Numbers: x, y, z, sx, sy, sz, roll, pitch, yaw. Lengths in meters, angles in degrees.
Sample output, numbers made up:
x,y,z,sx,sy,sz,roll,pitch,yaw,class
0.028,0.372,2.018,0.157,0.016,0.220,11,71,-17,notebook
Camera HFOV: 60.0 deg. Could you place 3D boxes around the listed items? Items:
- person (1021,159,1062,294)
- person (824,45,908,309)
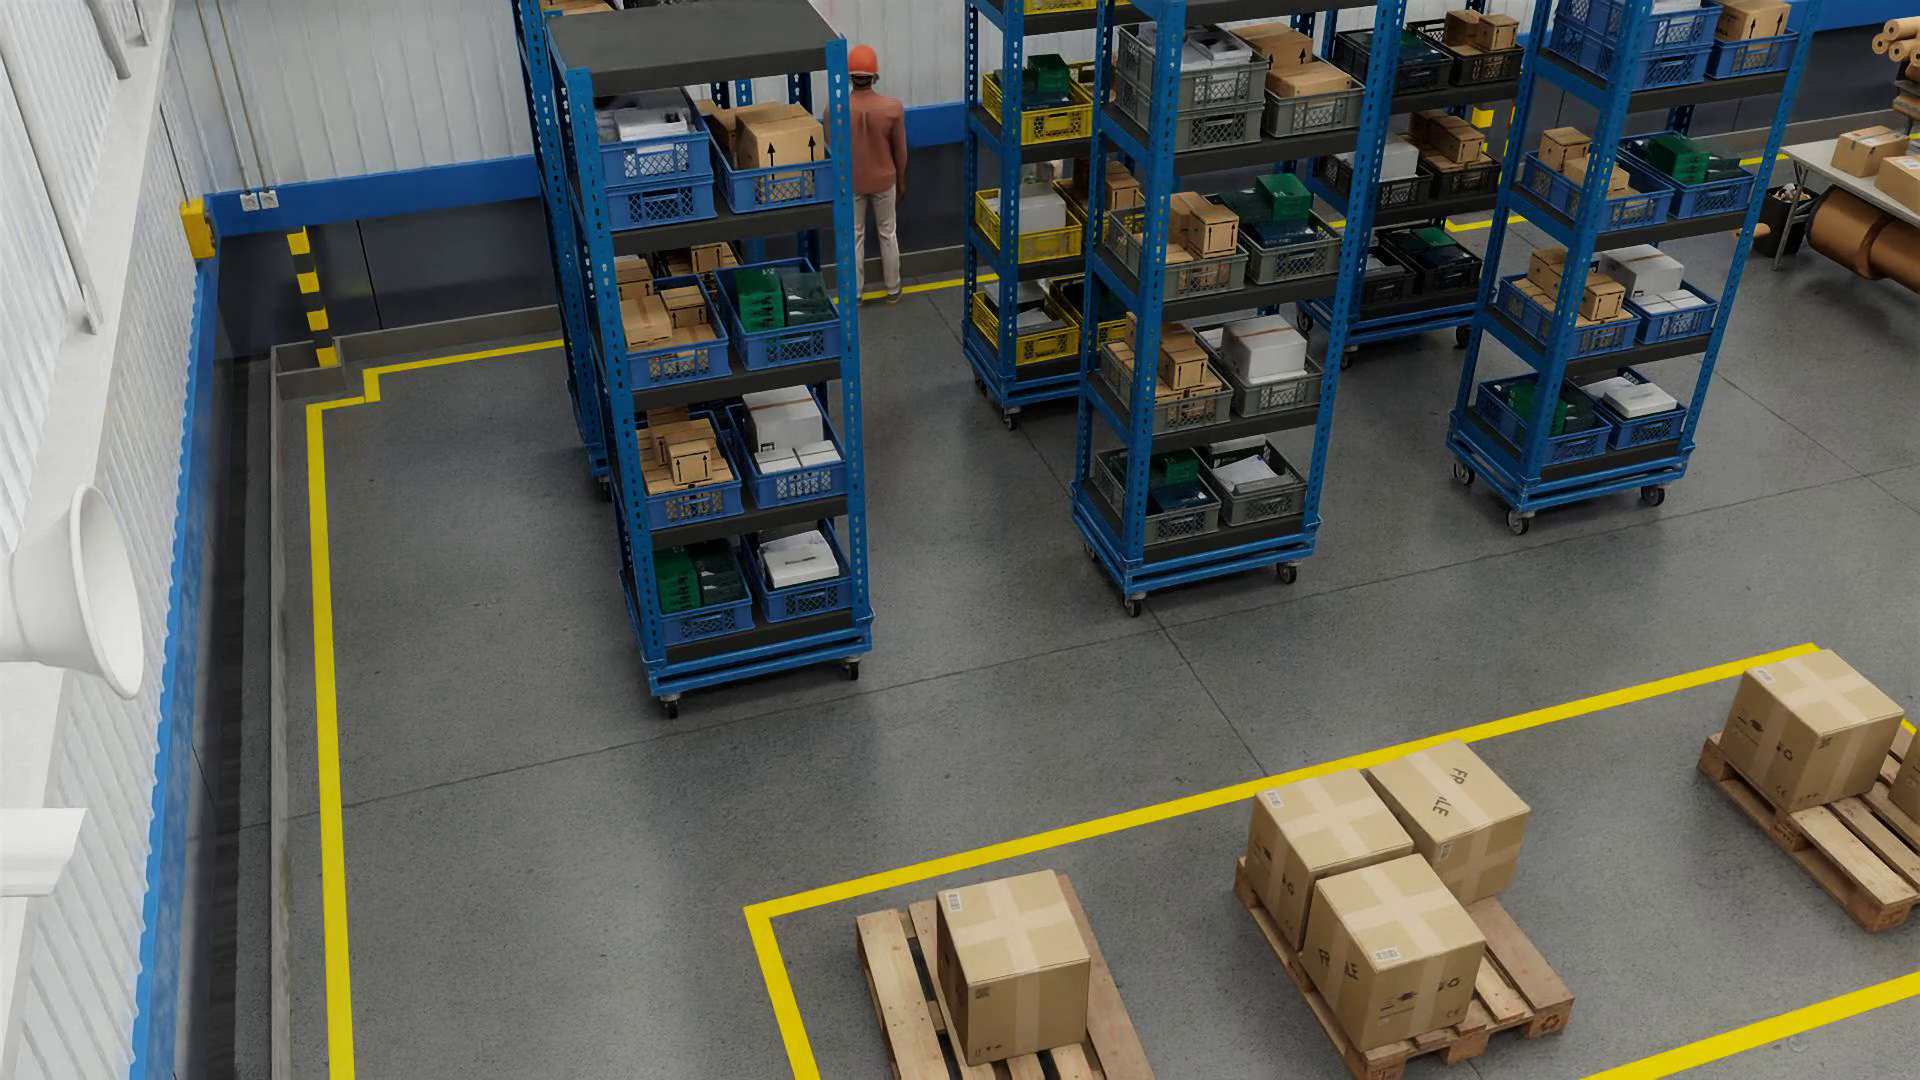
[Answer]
x,y,z,sx,sy,sz,roll,pitch,yaw,class
0.596,-2.506,12.404,0.310,1.639,0.514,15,38,20,person
-0.688,-2.670,12.333,0.608,1.996,0.382,-3,35,-5,person
